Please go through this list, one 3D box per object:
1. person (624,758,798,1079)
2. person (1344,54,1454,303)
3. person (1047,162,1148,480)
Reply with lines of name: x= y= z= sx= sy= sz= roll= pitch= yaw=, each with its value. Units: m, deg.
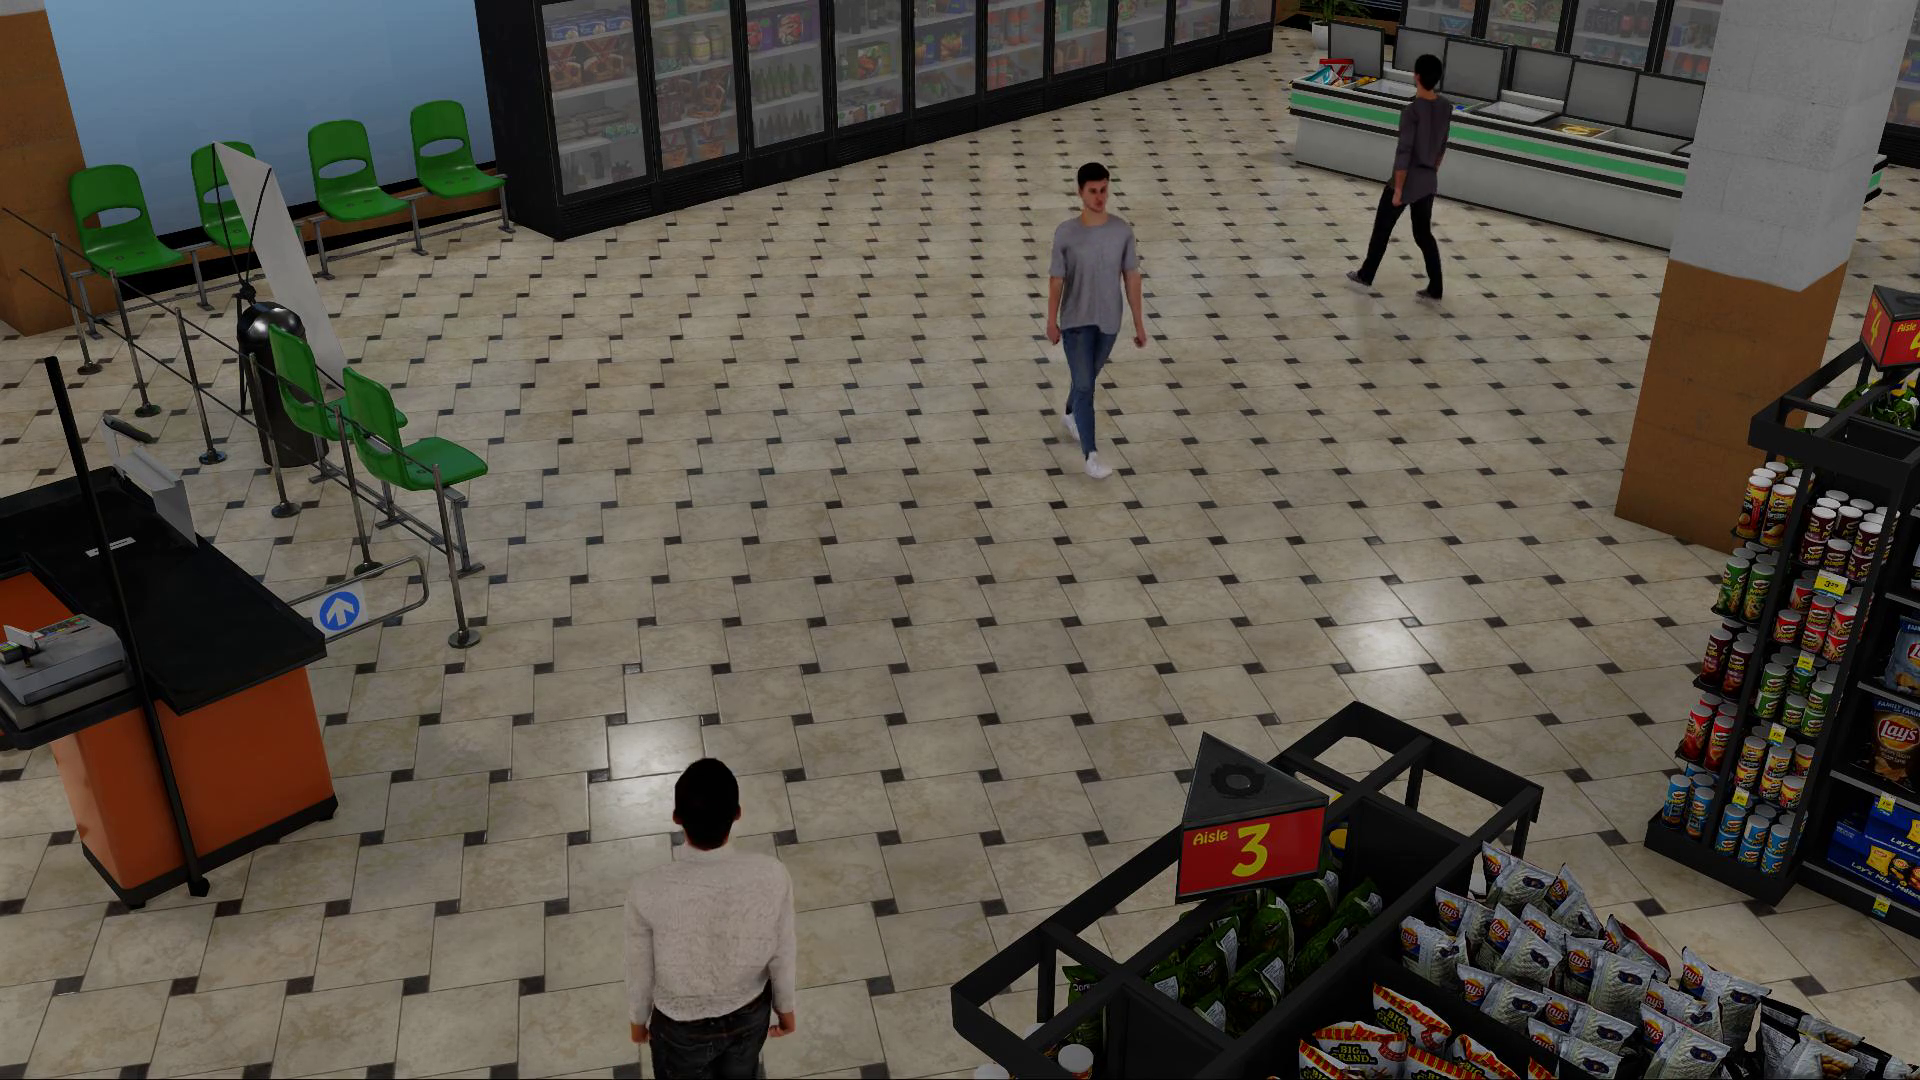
person: x=-0.719 y=1.465 z=4.886 sx=0.918 sy=1.794 sz=1.125 roll=-10 pitch=30 yaw=-17
person: x=3.442 y=-2.634 z=12.376 sx=0.873 sy=1.812 sz=1.149 roll=-17 pitch=33 yaw=-28
person: x=0.752 y=-1.360 z=10.003 sx=0.963 sy=1.849 sz=1.261 roll=-12 pitch=31 yaw=-21
